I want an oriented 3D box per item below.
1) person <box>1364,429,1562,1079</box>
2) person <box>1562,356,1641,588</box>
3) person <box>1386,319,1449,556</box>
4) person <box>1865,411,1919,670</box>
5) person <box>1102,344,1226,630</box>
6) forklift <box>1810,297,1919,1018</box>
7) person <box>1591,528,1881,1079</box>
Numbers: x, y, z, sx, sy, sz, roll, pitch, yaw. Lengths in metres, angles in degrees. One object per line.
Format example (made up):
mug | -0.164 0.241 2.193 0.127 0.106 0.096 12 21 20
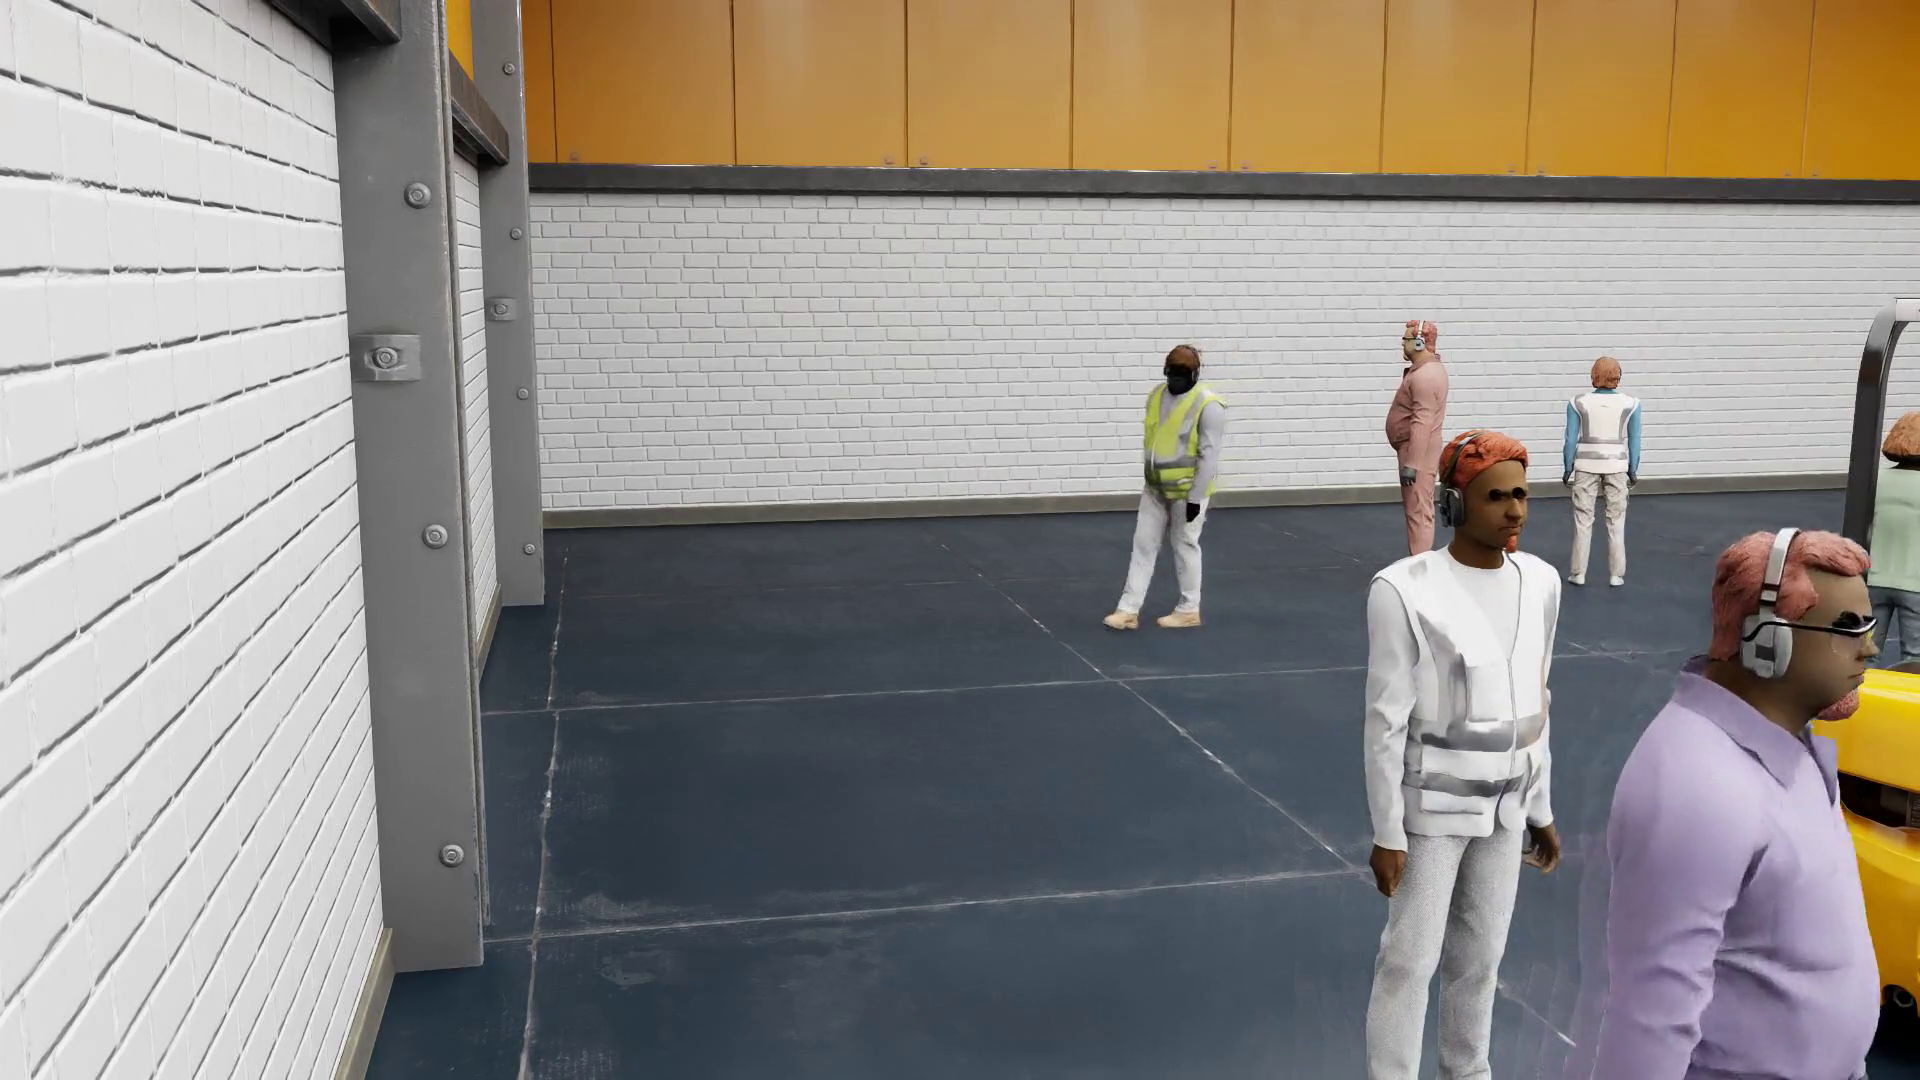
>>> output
person | 1.230 0.673 4.059 0.572 1.883 0.356 -5 10 -27
person | 4.544 -0.477 11.803 0.517 1.639 0.314 3 10 16
person | 3.174 -0.579 11.613 0.410 1.909 0.642 3 10 20
person | 4.223 0.237 7.471 0.266 1.631 0.507 -8 12 -39
person | 1.260 -0.296 10.234 0.772 1.799 0.691 -7 12 -37
forklift | 3.542 0.334 5.177 2.313 2.155 1.214 -9 13 -43
person | 1.326 0.911 2.664 0.954 1.861 0.670 6 11 30
